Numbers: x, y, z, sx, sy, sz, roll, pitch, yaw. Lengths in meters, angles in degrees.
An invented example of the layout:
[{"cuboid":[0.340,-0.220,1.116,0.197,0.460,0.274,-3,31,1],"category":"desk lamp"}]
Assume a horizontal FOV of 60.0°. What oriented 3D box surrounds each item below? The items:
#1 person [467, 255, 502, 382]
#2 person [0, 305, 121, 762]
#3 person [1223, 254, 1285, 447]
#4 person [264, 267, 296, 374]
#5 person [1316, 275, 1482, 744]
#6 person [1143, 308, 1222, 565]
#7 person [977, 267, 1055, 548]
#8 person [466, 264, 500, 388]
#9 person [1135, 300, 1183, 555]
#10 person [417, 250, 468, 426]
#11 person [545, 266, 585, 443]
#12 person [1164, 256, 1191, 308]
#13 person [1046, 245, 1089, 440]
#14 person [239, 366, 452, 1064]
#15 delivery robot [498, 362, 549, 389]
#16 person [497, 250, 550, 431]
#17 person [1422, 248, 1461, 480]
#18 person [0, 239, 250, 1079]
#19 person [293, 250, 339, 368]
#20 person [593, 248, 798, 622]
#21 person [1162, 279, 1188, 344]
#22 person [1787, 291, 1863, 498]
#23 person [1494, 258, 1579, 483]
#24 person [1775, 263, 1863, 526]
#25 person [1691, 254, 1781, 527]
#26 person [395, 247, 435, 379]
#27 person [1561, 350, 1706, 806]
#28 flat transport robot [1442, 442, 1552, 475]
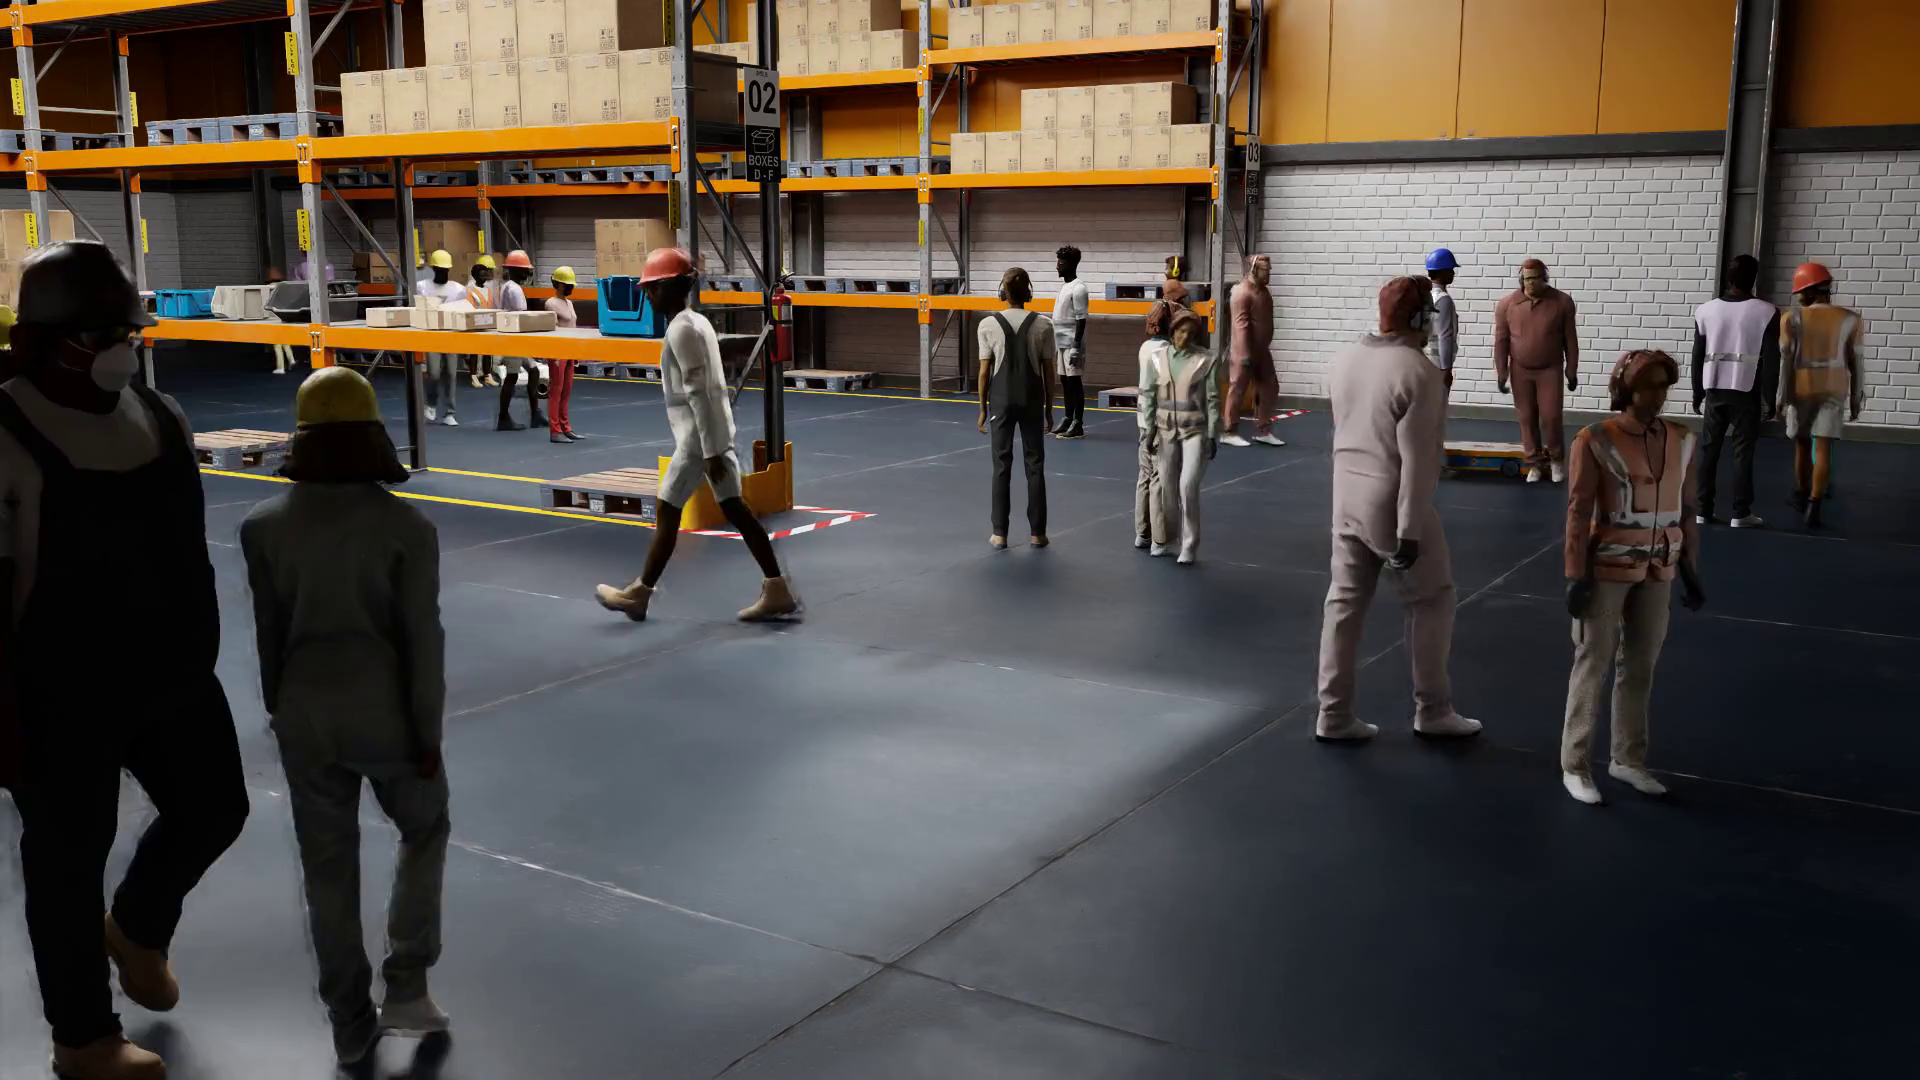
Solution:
[{"cuboid":[-6.706,-3.130,23.628,0.562,1.806,0.617,5,11,26],"category":"person"},{"cuboid":[-3.682,0.003,6.343,0.946,1.790,0.585,2,10,12],"category":"person"},{"cuboid":[2.906,-1.831,16.213,0.732,1.877,0.674,8,13,37],"category":"person"},{"cuboid":[-10.386,-3.332,25.266,0.342,1.622,0.514,6,12,29],"category":"person"},{"cuboid":[1.791,-0.111,6.692,0.811,1.877,0.643,-5,12,-28],"category":"person"},{"cuboid":[1.385,-0.640,10.391,0.520,1.601,0.559,7,12,35],"category":"person"},{"cuboid":[0.367,-0.860,10.936,0.507,1.847,0.351,0,10,2],"category":"person"},{"cuboid":[-6.580,-2.940,22.871,0.316,1.697,0.540,6,12,32],"category":"person"},{"cuboid":[1.298,-0.724,10.751,0.306,1.640,0.522,-3,11,-17],"category":"person"},{"cuboid":[-5.640,-2.194,18.113,0.596,1.914,0.448,-6,12,-31],"category":"person"},{"cuboid":[-3.972,-1.856,16.702,0.328,1.759,0.524,2,10,10],"category":"person"},{"cuboid":[2.411,-2.199,18.340,0.670,1.854,0.546,3,11,18],"category":"person"},{"cuboid":[1.112,-2.008,16.964,0.367,1.966,0.604,-3,11,-15],"category":"person"},{"cuboid":[-1.489,0.438,4.101,0.484,1.720,0.381,0,10,-2],"category":"person"},{"cuboid":[-5.548,-2.140,21.345,0.707,0.478,0.477,0,10,-1],"category":"delivery robot"},{"cuboid":[-4.600,-2.110,17.678,0.784,1.905,0.552,-3,11,-16],"category":"person"},{"cuboid":[4.036,-1.491,14.144,0.383,1.951,0.605,-1,10,-7],"category":"person"},{"cuboid":[-2.034,0.304,3.948,0.542,2.000,0.689,5,12,27],"category":"person"},{"cuboid":[-10.225,-3.750,26.430,0.638,2.032,0.402,-3,11,-16],"category":"person"},{"cuboid":[-1.392,-0.530,8.738,1.116,1.969,0.637,1,10,5],"category":"person"},{"cuboid":[2.239,-1.959,17.664,0.678,1.606,0.532,4,11,19],"category":"person"},{"cuboid":[6.821,-1.212,13.223,0.581,1.712,0.680,0,10,3],"category":"person"},{"cuboid":[4.793,-1.400,13.880,0.680,1.877,0.435,5,11,26],"category":"person"},{"cuboid":[6.182,-1.055,11.996,0.583,1.855,1.011,4,11,22],"category":"person"},{"cuboid":[5.475,-1.048,11.769,0.385,1.921,0.596,-10,14,-44],"category":"person"},{"cuboid":[-7.858,-3.291,24.180,0.666,1.923,0.437,-6,12,-29],"category":"person"},{"cuboid":[2.419,0.132,6.028,0.535,1.636,0.310,-3,11,-16],"category":"person"},{"cuboid":[4.483,-0.729,14.577,1.431,0.197,0.652,3,11,16],"category":"flat transport robot"}]
